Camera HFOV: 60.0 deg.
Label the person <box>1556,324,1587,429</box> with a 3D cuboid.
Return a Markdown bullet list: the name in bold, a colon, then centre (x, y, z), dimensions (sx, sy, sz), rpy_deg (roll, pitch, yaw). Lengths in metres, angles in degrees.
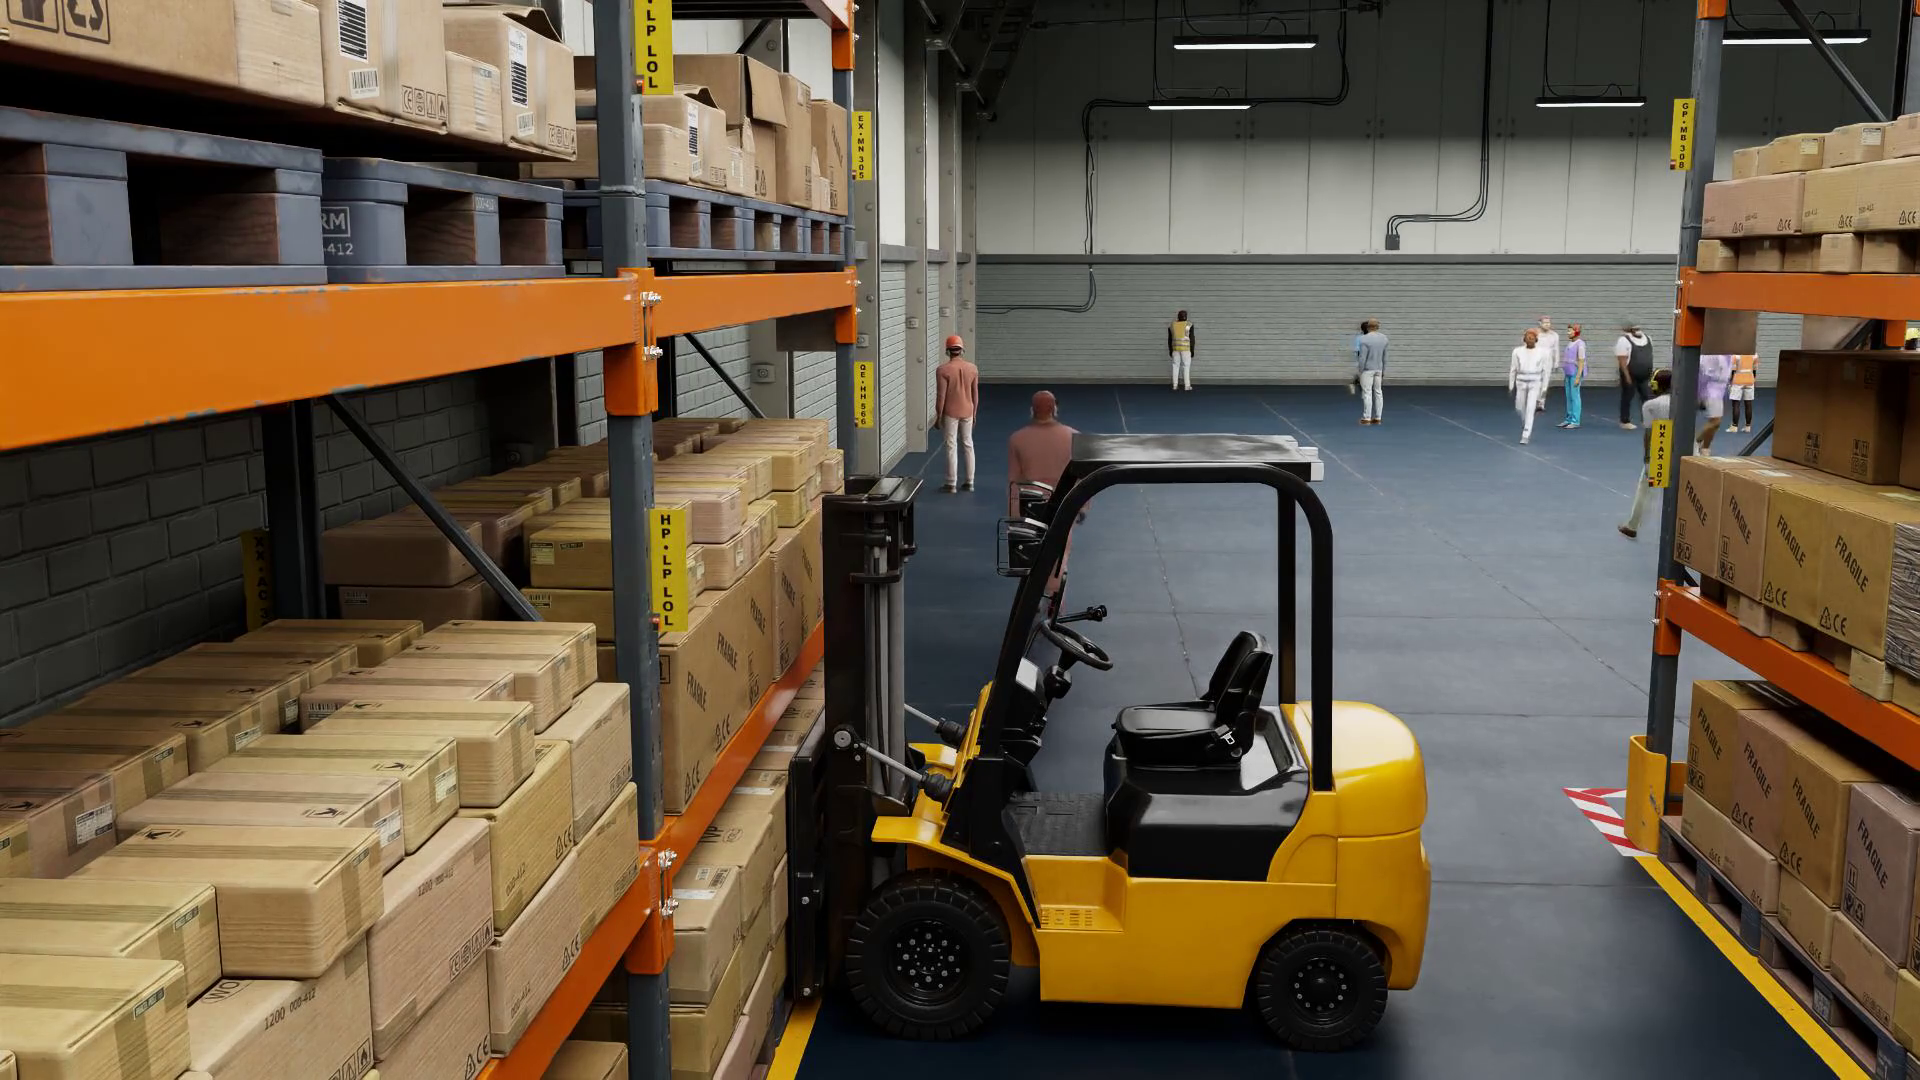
- **person**: centre (10.805, -2.878, 29.267), dimensions (0.386, 1.845, 0.567), rpy_deg (-1, 9, -3)

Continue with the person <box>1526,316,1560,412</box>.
- **person**: centre (11.416, -3.451, 32.613), dimensions (0.672, 1.886, 0.455), rpy_deg (0, 9, 1)

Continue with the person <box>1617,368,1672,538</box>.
- **person**: centre (7.210, -0.857, 17.131), dimensions (0.514, 1.816, 0.994), rpy_deg (-1, 9, -8)

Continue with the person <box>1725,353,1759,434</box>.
- **person**: centre (13.351, -2.661, 28.408), dimensions (0.530, 1.696, 0.321), rpy_deg (-1, 9, -8)

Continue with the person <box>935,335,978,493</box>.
- **person**: centre (-0.055, -1.594, 21.051), dimensions (0.612, 1.991, 0.392), rpy_deg (-6, 11, -30)

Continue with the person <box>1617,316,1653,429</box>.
- **person**: centre (11.768, -2.898, 28.804), dimensions (0.703, 2.000, 0.971), rpy_deg (-2, 10, -14)

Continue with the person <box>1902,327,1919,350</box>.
- **person**: centre (14.803, -2.352, 25.892), dimensions (0.588, 1.906, 0.599), rpy_deg (-4, 10, -22)

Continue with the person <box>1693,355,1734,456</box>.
- **person**: centre (10.938, -2.085, 23.978), dimensions (0.650, 2.009, 0.517), rpy_deg (-8, 12, -40)

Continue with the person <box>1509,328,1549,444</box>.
- **person**: centre (9.207, -2.498, 26.914), dimensions (0.589, 1.865, 0.730), rpy_deg (5, 11, 30)

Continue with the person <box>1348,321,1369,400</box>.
- **person**: centre (8.579, -3.832, 35.527), dimensions (0.524, 1.685, 0.534), rpy_deg (7, 12, 37)

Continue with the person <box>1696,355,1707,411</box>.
- **person**: centre (14.547, -3.480, 32.696), dimensions (0.586, 1.918, 0.615), rpy_deg (0, 9, -2)

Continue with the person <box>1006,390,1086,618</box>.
- **person**: centre (0.695, -0.271, 13.418), dimensions (0.642, 1.872, 0.917), rpy_deg (1, 9, 5)

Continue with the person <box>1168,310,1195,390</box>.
- **person**: centre (5.121, -4.379, 38.378), dimensions (0.634, 1.841, 0.429), rpy_deg (5, 10, 26)

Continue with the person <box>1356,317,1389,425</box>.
- **person**: centre (7.396, -3.025, 29.890), dimensions (0.635, 1.935, 0.354), rpy_deg (-5, 11, -27)
